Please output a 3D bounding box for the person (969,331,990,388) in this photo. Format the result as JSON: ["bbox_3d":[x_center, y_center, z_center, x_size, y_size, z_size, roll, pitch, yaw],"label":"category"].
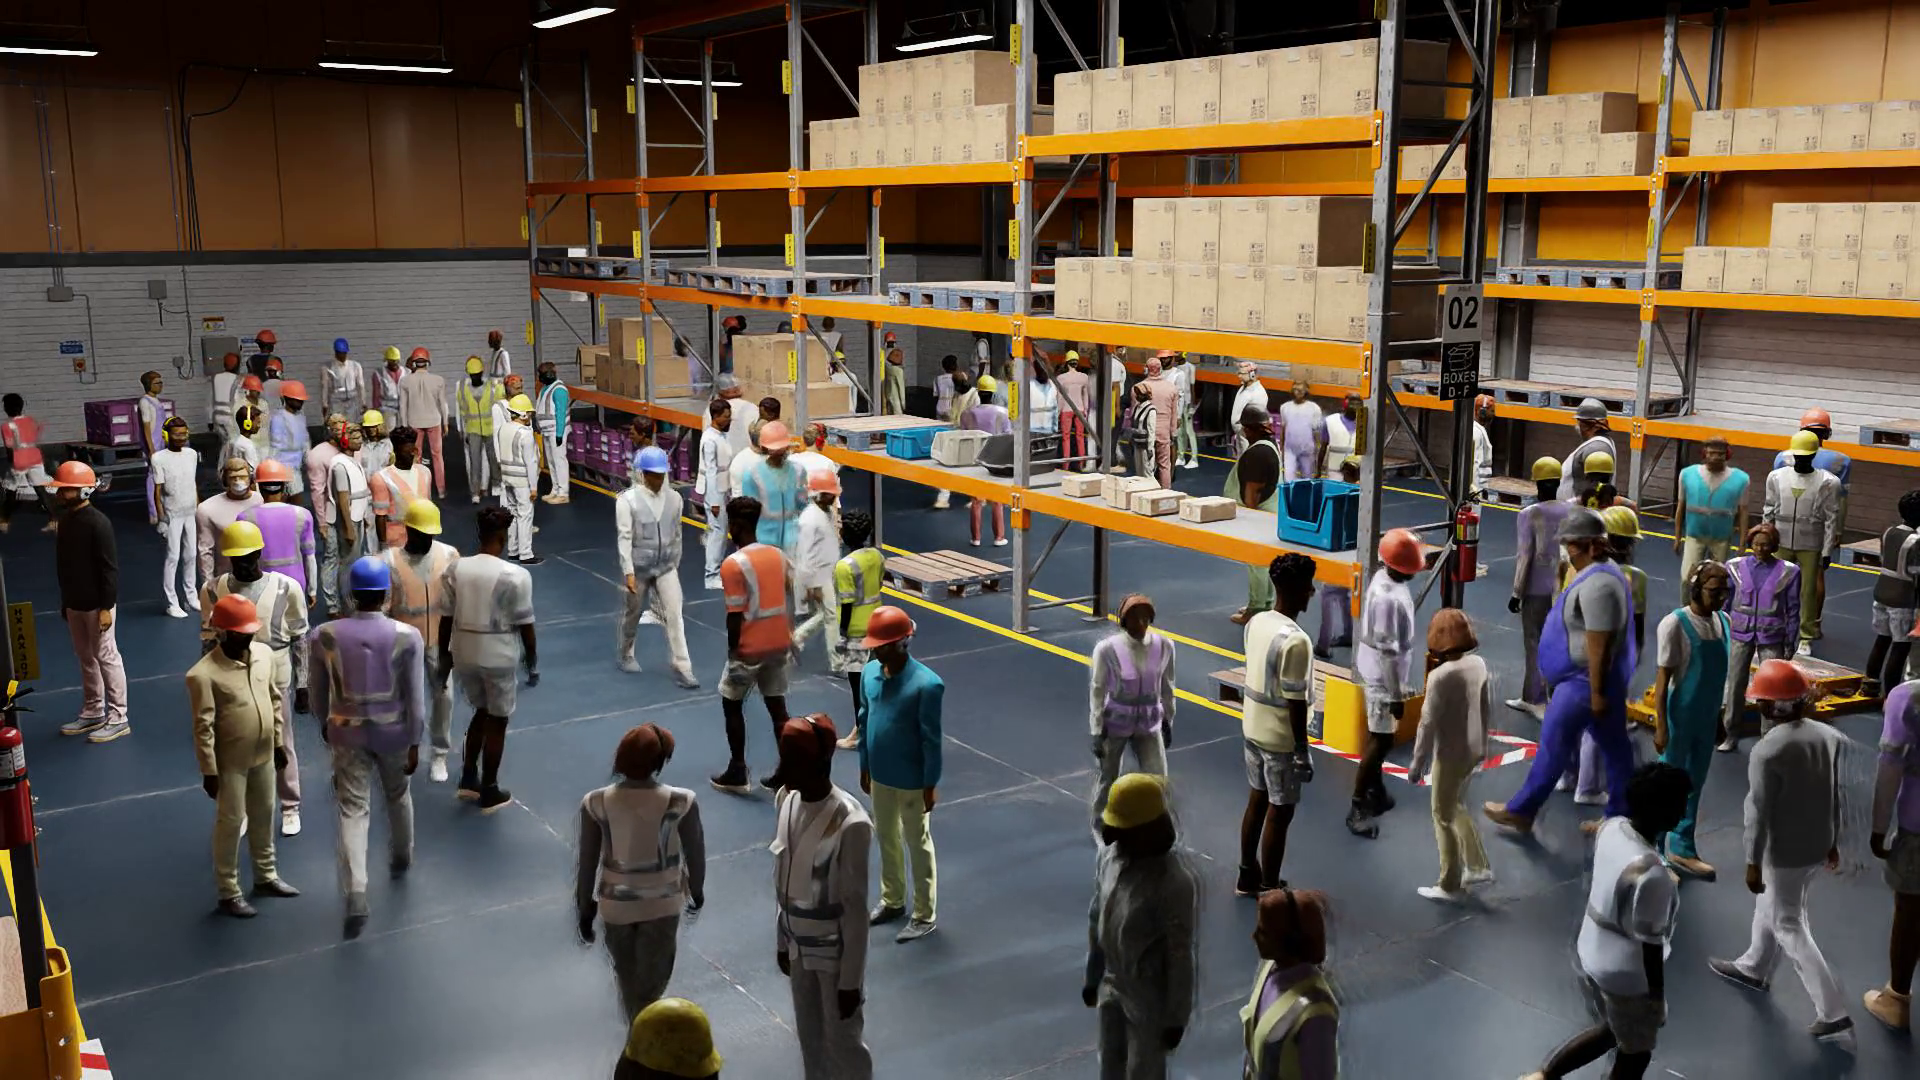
[{"bbox_3d":[0.329,-2.793,28.338,0.367,1.966,0.607,0,11,-2],"label":"person"}]

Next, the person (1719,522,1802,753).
[{"bbox_3d":[5.464,0.681,11.421,0.523,1.631,0.320,7,13,32],"label":"person"}]

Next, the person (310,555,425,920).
[{"bbox_3d":[-3.168,1.038,8.937,0.599,1.903,1.014,-3,12,-16],"label":"person"}]

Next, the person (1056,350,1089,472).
[{"bbox_3d":[1.608,-1.854,24.046,0.533,1.768,0.310,-4,12,-21],"label":"person"}]

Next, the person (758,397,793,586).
[{"bbox_3d":[-1.828,-0.480,16.665,0.408,1.907,0.598,-3,11,-15],"label":"person"}]

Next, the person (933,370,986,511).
[{"bbox_3d":[-0.012,-1.252,20.958,0.751,1.779,0.646,-9,14,-39],"label":"person"}]

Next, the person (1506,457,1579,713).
[{"bbox_3d":[4.352,0.337,12.426,0.594,1.922,0.375,-5,12,-23],"label":"person"}]

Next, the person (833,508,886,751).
[{"bbox_3d":[-0.699,0.620,11.562,0.322,1.697,0.535,6,12,27],"label":"person"}]

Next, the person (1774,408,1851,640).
[{"bbox_3d":[7.433,-0.143,14.613,0.609,2.035,0.415,4,12,21],"label":"person"}]

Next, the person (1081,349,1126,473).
[{"bbox_3d":[2.088,-1.876,24.073,0.752,1.811,0.514,-9,14,-39],"label":"person"}]

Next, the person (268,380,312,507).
[{"bbox_3d":[-7.376,-0.814,18.388,0.577,1.902,0.549,1,11,4],"label":"person"}]

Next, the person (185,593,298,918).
[{"bbox_3d":[-3.802,1.129,8.844,0.351,1.741,0.574,4,12,21],"label":"person"}]

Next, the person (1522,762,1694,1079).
[{"bbox_3d":[2.491,1.642,6.372,0.487,1.677,0.561,0,11,1],"label":"person"}]

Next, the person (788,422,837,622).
[{"bbox_3d":[-1.346,-0.145,15.102,0.572,1.840,0.373,8,14,36],"label":"person"}]

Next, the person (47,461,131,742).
[{"bbox_3d":[-6.179,0.428,11.773,0.612,1.997,0.375,7,13,32],"label":"person"}]

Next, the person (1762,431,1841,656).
[{"bbox_3d":[7.063,0.027,14.032,0.586,1.920,0.398,10,15,41],"label":"person"}]

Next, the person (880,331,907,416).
[{"bbox_3d":[-1.167,-2.646,28.120,0.563,1.755,0.320,-3,11,-13],"label":"person"}]

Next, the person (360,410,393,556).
[{"bbox_3d":[-5.936,-0.461,16.975,0.493,1.743,0.295,-2,11,-9],"label":"person"}]

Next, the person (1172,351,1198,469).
[{"bbox_3d":[3.276,-1.979,24.482,0.376,1.856,0.526,-8,14,-36],"label":"person"}]

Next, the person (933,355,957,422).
[{"bbox_3d":[-0.159,-1.840,24.146,0.533,1.698,0.322,10,15,41],"label":"person"}]

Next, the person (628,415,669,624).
[{"bbox_3d":[-2.802,-0.182,15.136,0.390,1.911,0.583,2,11,9],"label":"person"}]

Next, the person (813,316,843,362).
[{"bbox_3d":[-2.452,-3.249,30.980,0.571,1.843,0.373,1,11,4],"label":"person"}]

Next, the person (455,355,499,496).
[{"bbox_3d":[-6.383,-1.517,22.061,0.580,1.867,0.527,-4,12,-19],"label":"person"}]

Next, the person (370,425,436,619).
[{"bbox_3d":[-4.648,0.007,14.010,0.361,1.963,0.617,6,13,29],"label":"person"}]

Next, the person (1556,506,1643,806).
[{"bbox_3d":[4.029,0.726,10.470,0.392,1.915,0.592,-2,11,-10],"label":"person"}]

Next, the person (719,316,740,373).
[{"bbox_3d":[-3.948,-2.847,28.580,0.416,1.984,0.617,1,11,5],"label":"person"}]

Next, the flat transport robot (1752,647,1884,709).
[{"bbox_3d":[6.436,1.039,13.077,0.652,0.197,1.431,-4,12,-21],"label":"flat transport robot"}]

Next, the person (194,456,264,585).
[{"bbox_3d":[-5.322,0.336,12.395,0.631,1.940,0.372,-6,13,-30],"label":"person"}]

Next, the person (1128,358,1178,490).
[{"bbox_3d":[2.445,-1.360,21.156,0.637,1.911,0.403,-3,11,-14],"label":"person"}]

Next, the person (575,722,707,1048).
[{"bbox_3d":[-1.341,1.547,7.083,0.521,1.585,0.903,1,11,4],"label":"person"}]

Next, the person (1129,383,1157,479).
[{"bbox_3d":[2.297,-1.149,20.792,0.313,1.634,0.514,-4,12,-20],"label":"person"}]

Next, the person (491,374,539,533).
[{"bbox_3d":[-5.175,-0.987,19.321,0.352,1.880,0.577,6,13,29],"label":"person"}]

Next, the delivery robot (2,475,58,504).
[{"bbox_3d":[-11.540,-0.658,20.777,0.707,0.478,0.477,-1,12,-5],"label":"delivery robot"}]

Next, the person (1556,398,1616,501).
[{"bbox_3d":[5.748,-0.298,15.376,0.538,2.000,0.690,5,12,25],"label":"person"}]

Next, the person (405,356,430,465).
[{"bbox_3d":[-8.105,-1.944,24.837,0.284,1.636,0.500,-3,12,-16],"label":"person"}]

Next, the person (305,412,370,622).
[{"bbox_3d":[-5.639,-0.207,15.173,0.373,1.940,0.629,4,12,21],"label":"person"}]

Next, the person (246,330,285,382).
[{"bbox_3d":[-10.101,-2.055,24.362,0.614,2.042,0.376,4,12,18],"label":"person"}]

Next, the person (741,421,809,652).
[{"bbox_3d":[-1.536,0.001,13.920,0.641,2.024,0.484,-8,14,-35],"label":"person"}]

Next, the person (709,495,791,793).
[{"bbox_3d":[-1.316,0.679,10.682,0.673,1.923,0.624,8,14,36],"label":"person"}]

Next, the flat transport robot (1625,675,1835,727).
[{"bbox_3d":[5.654,1.200,12.255,1.431,0.197,0.652,-4,12,-21],"label":"flat transport robot"}]

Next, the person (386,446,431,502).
[{"bbox_3d":[-4.924,-0.042,14.829,0.493,1.742,0.322,0,11,0],"label":"person"}]

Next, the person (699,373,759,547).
[{"bbox_3d":[-2.515,-0.871,18.311,0.770,2.000,0.974,-5,12,-24],"label":"person"}]

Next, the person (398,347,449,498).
[{"bbox_3d":[-7.032,-1.532,21.847,0.621,1.986,0.409,-3,12,-17],"label":"person"}]

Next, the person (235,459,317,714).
[{"bbox_3d":[-5.051,0.361,12.320,0.548,1.923,0.387,-8,13,-34],"label":"person"}]

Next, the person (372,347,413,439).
[{"bbox_3d":[-8.149,-1.890,24.108,0.608,1.805,0.696,-8,14,-35],"label":"person"}]

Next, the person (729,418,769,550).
[{"bbox_3d":[-1.796,-0.131,14.820,0.361,1.931,0.634,7,13,30],"label":"person"}]

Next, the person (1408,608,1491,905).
[{"bbox_3d":[2.649,1.167,8.967,0.327,1.616,0.534,11,15,43],"label":"person"}]
